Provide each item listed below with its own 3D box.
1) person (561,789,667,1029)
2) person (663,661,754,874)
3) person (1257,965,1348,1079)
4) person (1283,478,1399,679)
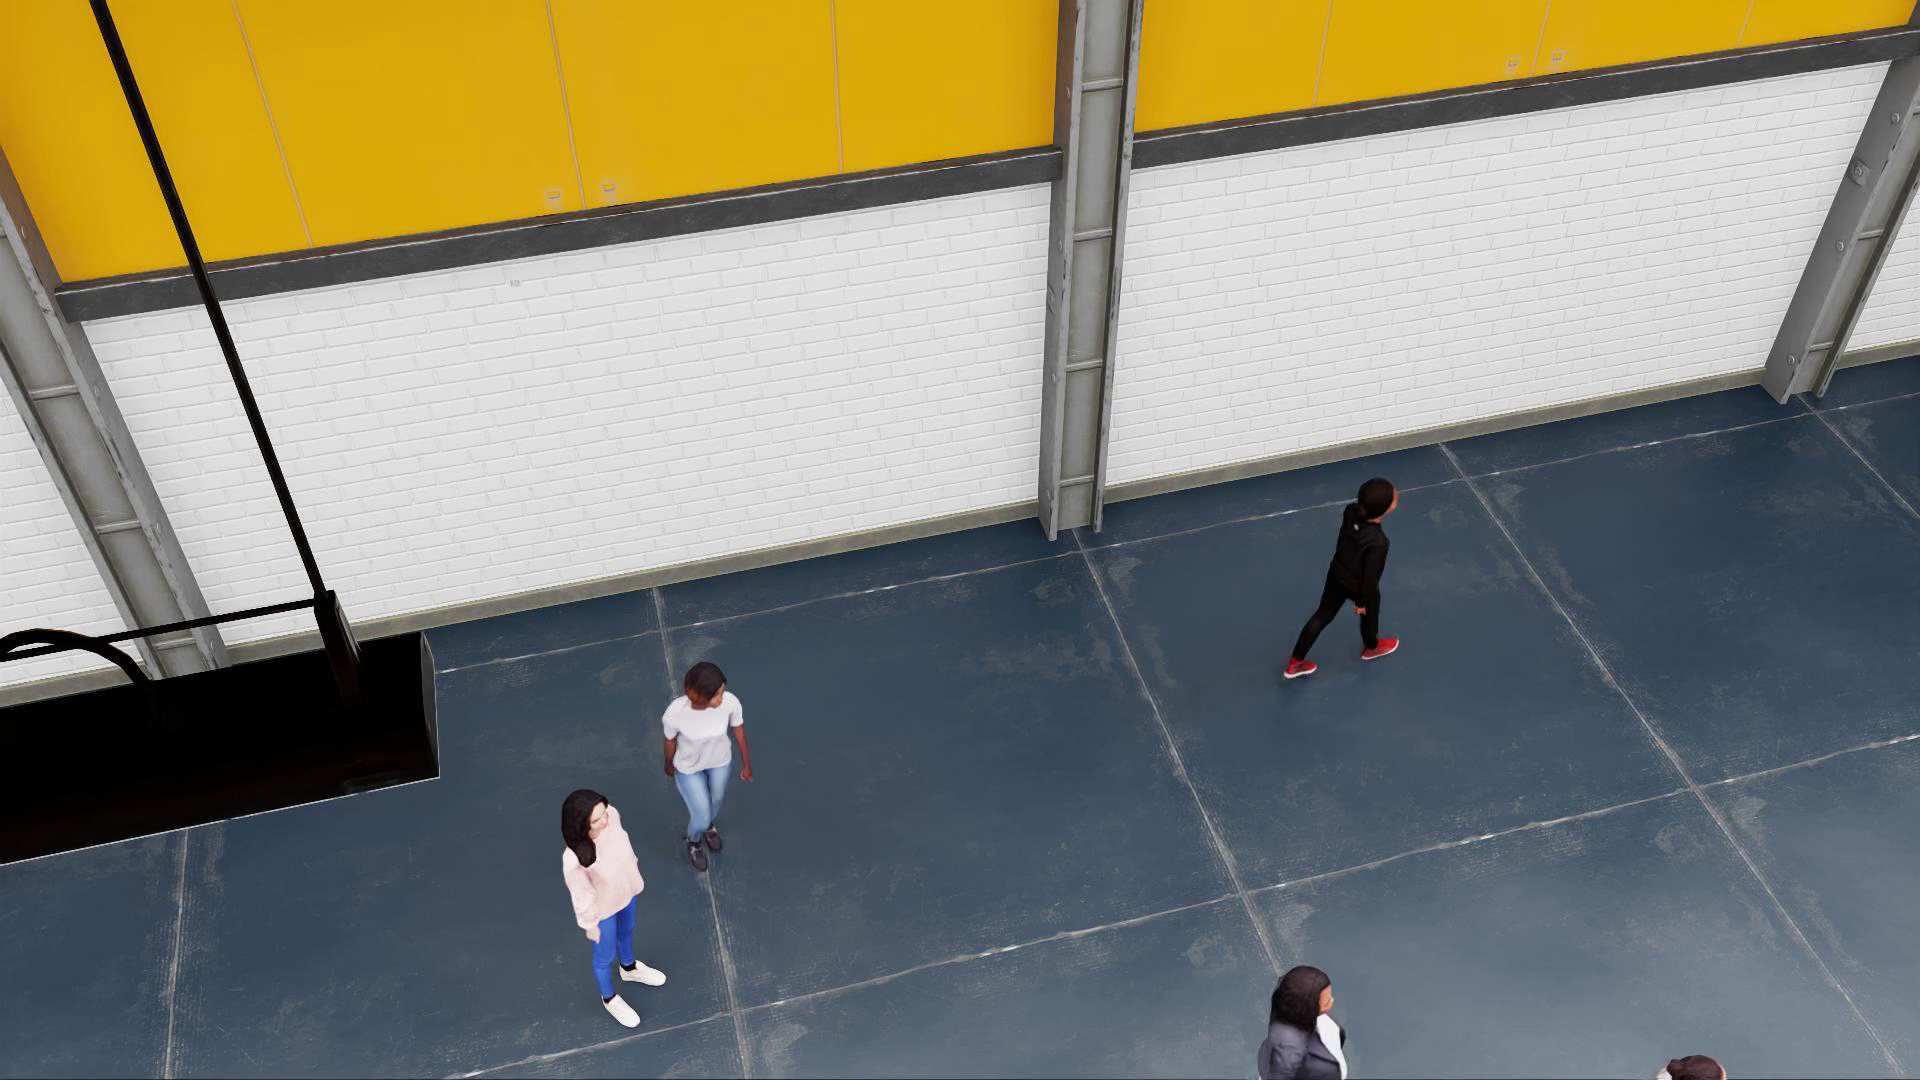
[{"bbox_3d":[-1.844,1.873,8.671,0.762,1.769,0.725,18,46,18],"label":"person"},{"bbox_3d":[-1.482,1.233,9.397,0.672,1.694,0.726,-11,45,-12],"label":"person"},{"bbox_3d":[1.541,2.578,8.061,0.803,1.589,0.788,7,44,7],"label":"person"},{"bbox_3d":[2.395,0.277,10.439,1.120,1.640,0.741,-18,46,-18],"label":"person"}]
